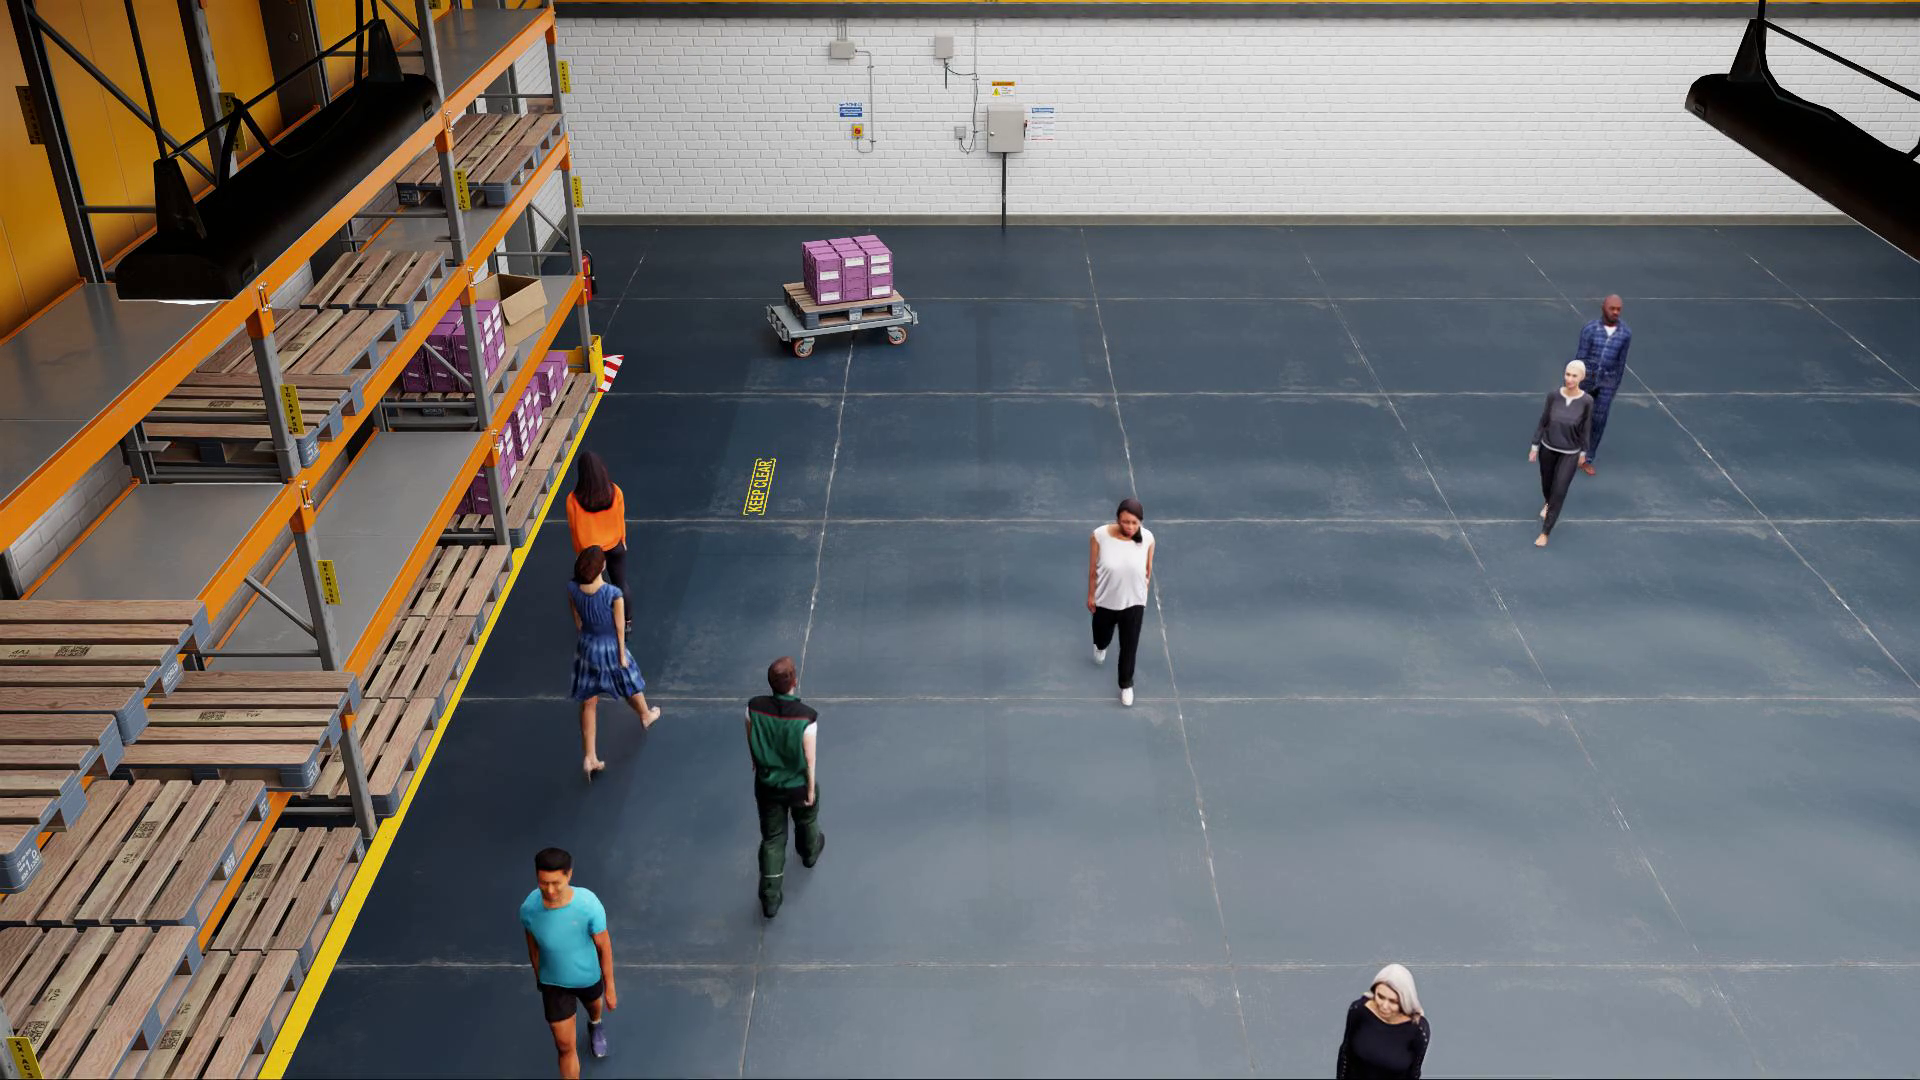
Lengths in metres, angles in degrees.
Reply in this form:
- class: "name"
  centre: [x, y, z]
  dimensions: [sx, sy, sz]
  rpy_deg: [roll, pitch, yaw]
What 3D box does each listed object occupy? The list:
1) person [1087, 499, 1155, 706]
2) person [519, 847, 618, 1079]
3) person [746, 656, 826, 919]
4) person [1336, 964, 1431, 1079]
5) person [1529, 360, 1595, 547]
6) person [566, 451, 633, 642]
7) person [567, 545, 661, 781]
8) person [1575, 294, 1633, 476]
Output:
- class: "person"
  centre: [1.230, 0.414, 12.943]
  dimensions: [0.681, 1.662, 0.983]
  rpy_deg: [1, 29, 2]
- class: "person"
  centre: [-2.144, 2.377, 9.281]
  dimensions: [0.687, 1.722, 1.194]
  rpy_deg: [-1, 29, -3]
- class: "person"
  centre: [-1.157, 1.587, 10.643]
  dimensions: [0.808, 1.805, 1.173]
  rpy_deg: [6, 29, 11]
- class: "person"
  centre: [2.093, 2.837, 8.412]
  dimensions: [0.683, 1.747, 0.694]
  rpy_deg: [12, 31, 21]
- class: "person"
  centre: [5.525, -0.864, 15.268]
  dimensions: [1.027, 1.679, 1.203]
  rpy_deg: [17, 33, 28]
- class: "person"
  centre: [-2.906, 0.072, 13.479]
  dimensions: [0.707, 1.750, 0.718]
  rpy_deg: [-15, 32, -25]
- class: "person"
  centre: [-2.600, 0.921, 11.917]
  dimensions: [0.865, 1.756, 1.184]
  rpy_deg: [9, 30, 15]
- class: "person"
  centre: [6.265, -1.591, 16.477]
  dimensions: [0.758, 1.798, 1.045]
  rpy_deg: [4, 29, 7]
